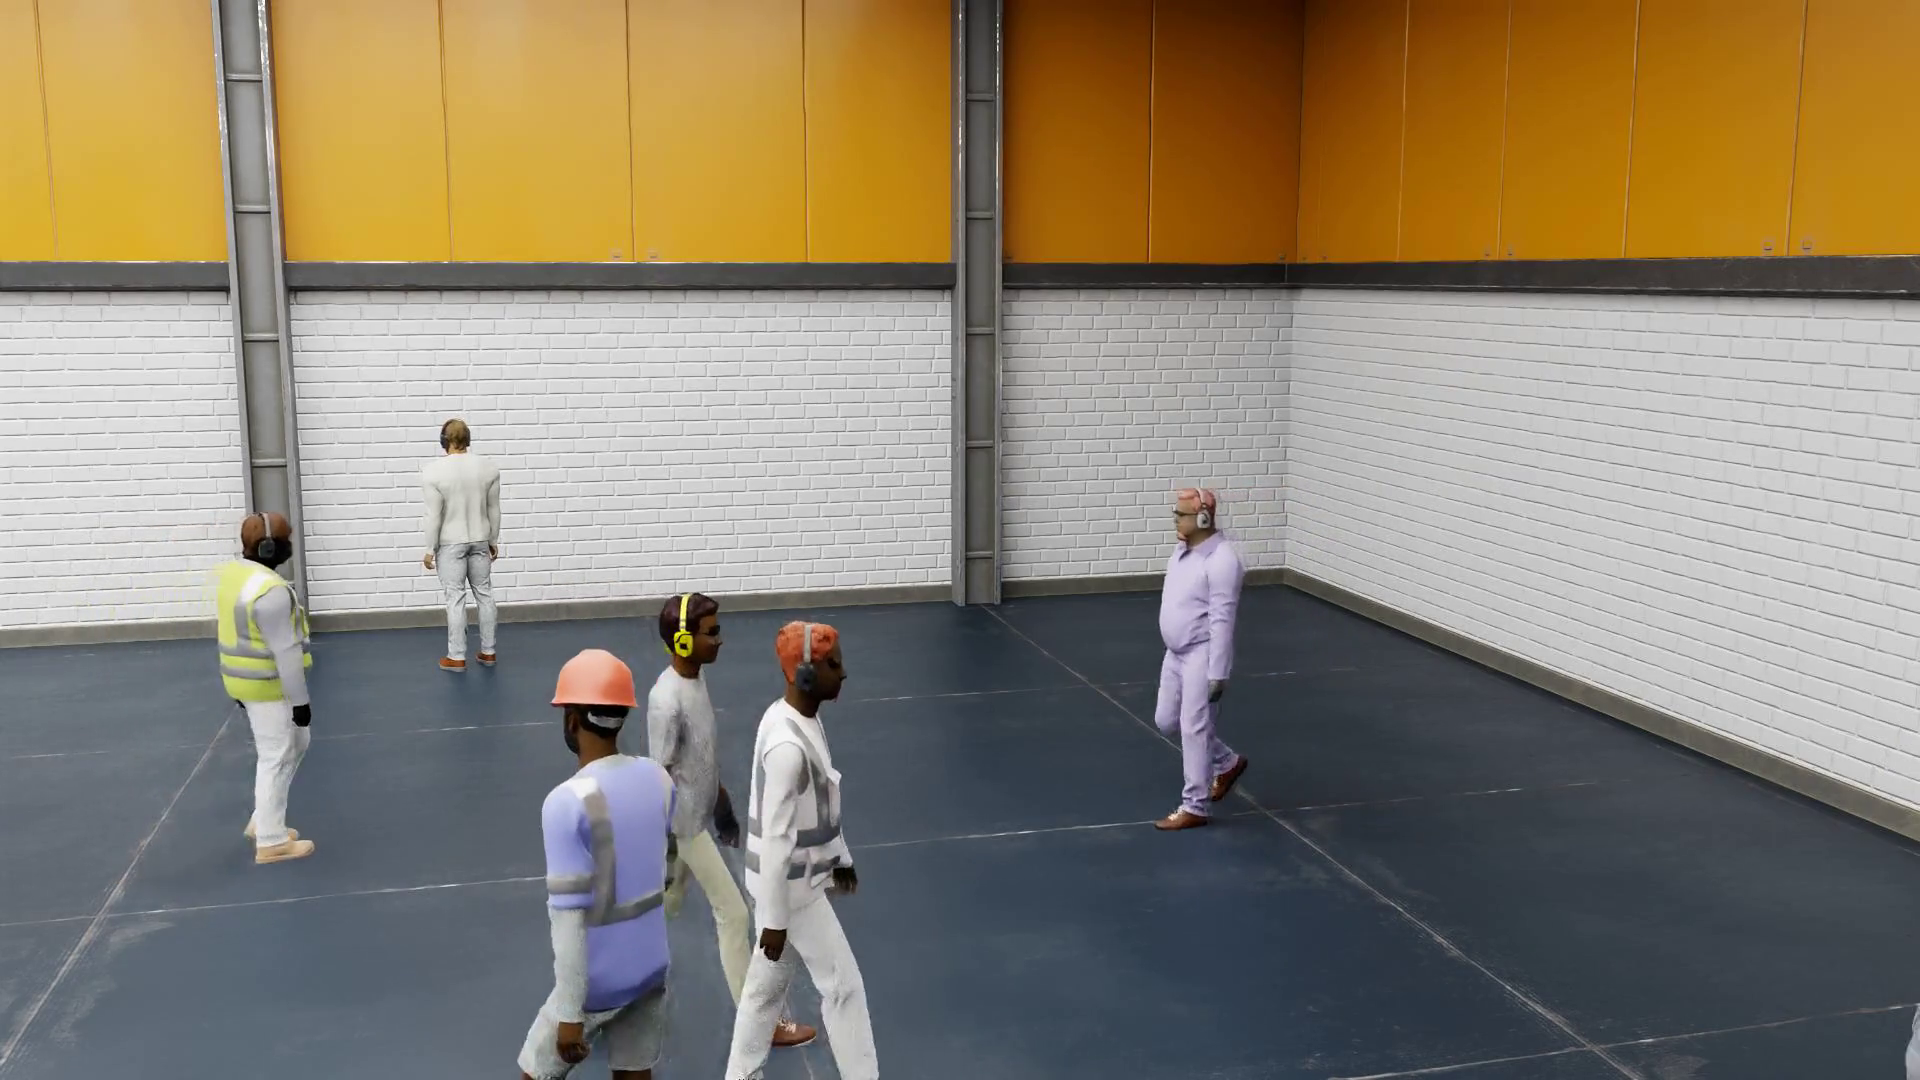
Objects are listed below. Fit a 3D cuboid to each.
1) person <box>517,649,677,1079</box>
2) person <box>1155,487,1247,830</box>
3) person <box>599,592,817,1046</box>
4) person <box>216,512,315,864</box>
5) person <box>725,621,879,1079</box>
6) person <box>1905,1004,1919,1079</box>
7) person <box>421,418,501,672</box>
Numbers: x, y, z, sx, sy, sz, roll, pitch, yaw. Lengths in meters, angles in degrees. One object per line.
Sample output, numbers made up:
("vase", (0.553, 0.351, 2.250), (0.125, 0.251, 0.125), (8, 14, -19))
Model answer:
("person", (-1.112, 1.285, 5.029), (0.653, 1.906, 0.579), (5, 10, 26))
("person", (1.340, 0.642, 9.113), (0.536, 1.893, 0.653), (-3, 10, -18))
("person", (-1.086, 1.097, 6.490), (0.946, 1.839, 0.519), (-1, 9, -4))
("person", (-3.538, 0.760, 8.567), (0.464, 1.823, 0.651), (-8, 12, -40))
("person", (-0.450, 1.193, 5.795), (0.889, 1.845, 0.600), (-1, 9, -6))
("person", (2.502, 1.481, 4.181), (0.960, 1.775, 0.602), (4, 10, 25))
("person", (-3.809, 0.038, 12.724), (0.627, 1.940, 0.372), (-8, 12, -42))
